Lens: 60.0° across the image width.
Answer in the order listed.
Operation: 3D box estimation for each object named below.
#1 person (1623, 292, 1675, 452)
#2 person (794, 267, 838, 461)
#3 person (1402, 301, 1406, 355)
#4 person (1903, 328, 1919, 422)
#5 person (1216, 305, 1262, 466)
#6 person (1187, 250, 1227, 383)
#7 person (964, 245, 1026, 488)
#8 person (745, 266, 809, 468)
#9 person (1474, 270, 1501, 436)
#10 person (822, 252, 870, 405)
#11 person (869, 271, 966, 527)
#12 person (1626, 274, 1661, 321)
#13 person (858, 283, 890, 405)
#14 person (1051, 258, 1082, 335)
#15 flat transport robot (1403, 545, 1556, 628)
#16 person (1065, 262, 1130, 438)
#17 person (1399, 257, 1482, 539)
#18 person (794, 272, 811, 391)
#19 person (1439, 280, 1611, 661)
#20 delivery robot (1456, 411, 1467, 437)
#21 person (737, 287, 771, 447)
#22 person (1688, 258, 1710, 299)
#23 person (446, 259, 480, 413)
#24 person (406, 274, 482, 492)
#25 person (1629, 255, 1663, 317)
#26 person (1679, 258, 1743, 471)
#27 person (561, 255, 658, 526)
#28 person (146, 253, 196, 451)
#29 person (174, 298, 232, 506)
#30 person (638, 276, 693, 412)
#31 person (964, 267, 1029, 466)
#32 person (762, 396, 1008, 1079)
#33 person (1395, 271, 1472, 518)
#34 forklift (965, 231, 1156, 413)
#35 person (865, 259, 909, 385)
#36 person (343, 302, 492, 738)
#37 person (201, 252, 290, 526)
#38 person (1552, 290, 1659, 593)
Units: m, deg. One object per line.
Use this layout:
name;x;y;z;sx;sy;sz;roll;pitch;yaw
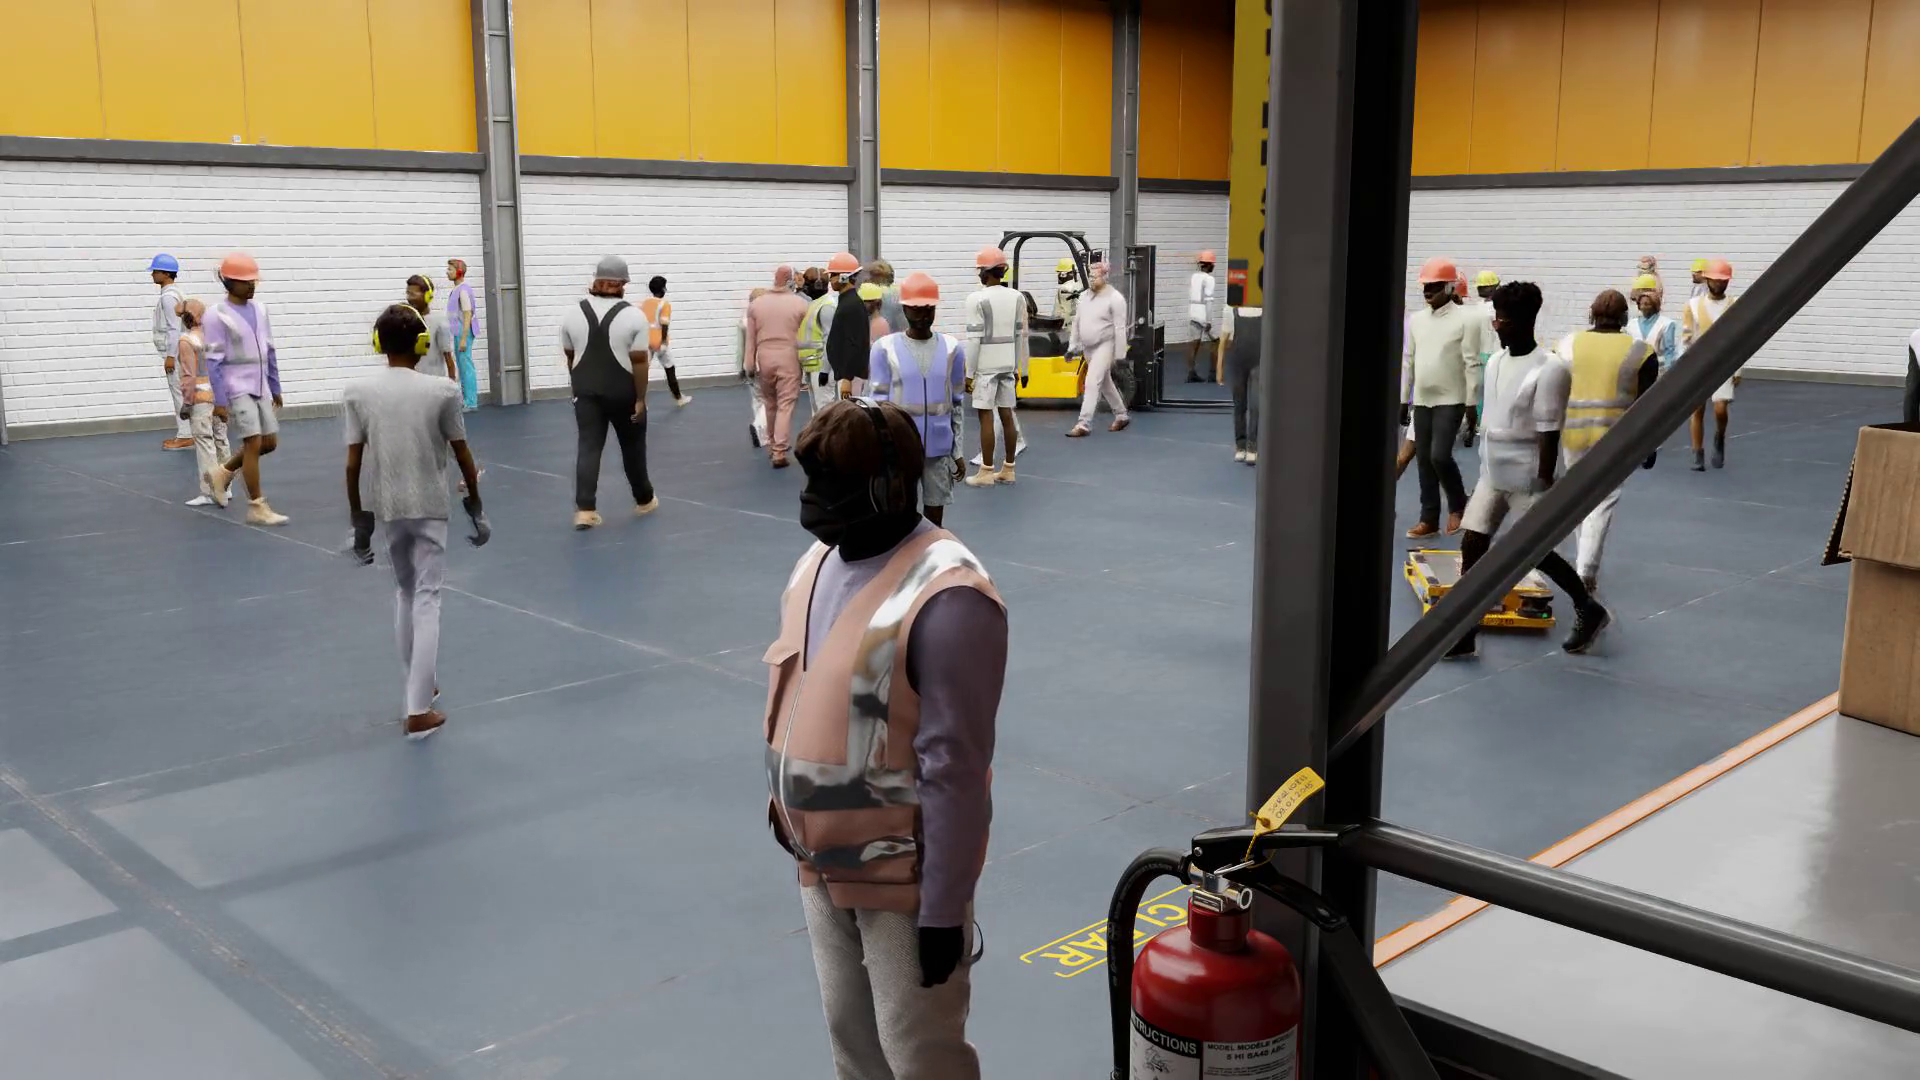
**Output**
person;6.675;-1.614;16.167;0.519;1.589;0.871;8;13;36
person;-1.317;-1.598;15.399;0.430;1.845;0.619;-3;11;-17
person;4.197;-1.857;16.843;0.657;1.822;0.741;3;11;14
person;6.027;-0.658;10.061;0.590;1.922;0.392;7;12;32
person;2.659;-1.587;15.437;0.551;1.801;0.899;3;11;14
person;3.595;-3.225;24.092;0.722;1.914;0.546;-6;12;-31
person;0.271;-1.465;14.119;0.608;2.047;0.365;-9;14;-40
person;-1.652;-1.624;15.555;0.651;1.840;1.012;3;11;15
person;5.601;-1.992;17.762;0.318;1.767;0.523;-2;11;-12
person;-0.935;-1.369;13.735;0.386;1.992;0.625;-1;10;-3
person;-0.219;-0.504;9.172;0.548;1.937;0.379;-3;11;-16
person;7.089;-1.876;17.206;0.594;1.723;0.506;-1;10;-4
person;-0.741;-1.404;14.701;0.937;1.713;0.531;-3;11;-15
person;1.396;-2.774;21.842;0.404;1.829;0.600;4;11;21
flat transport robot;2.966;0.254;9.590;0.652;0.197;1.431;2;11;9
person;1.516;-2.045;17.838;1.016;1.856;0.626;-7;13;-35
person;3.327;-0.974;11.614;0.432;1.978;0.642;-7;13;-35
person;-2.208;-2.877;22.940;0.268;1.632;0.507;-6;12;-32
person;2.853;-0.337;8.321;0.947;1.927;0.615;-3;11;-18
delivery robot;5.059;-1.302;17.042;0.477;0.478;0.707;5;12;27
person;-1.994;-1.704;16.575;0.524;1.618;0.611;4;11;19
person;10.364;-3.018;23.246;0.458;1.810;0.661;-1;10;-4
person;-5.979;-2.447;20.008;0.390;1.850;0.564;-5;11;-25
person;-4.291;-1.248;13.536;0.513;1.831;0.941;7;13;34
person;8.911;-2.763;21.659;0.434;1.879;0.707;2;11;11
person;6.769;-1.570;15.004;0.544;1.925;0.412;6;12;29
person;-2.596;-1.139;12.354;0.688;2.000;1.015;2;11;9
person;-7.843;-1.872;16.595;0.378;1.950;0.610;-4;11;-21
person;-6.003;-1.091;13.188;0.310;1.639;0.514;1;10;5
person;-3.702;-2.382;20.218;0.548;1.629;0.967;7;12;33
person;0.380;-1.667;15.698;0.589;1.881;0.999;9;14;41
person;-0.166;0.634;3.270;0.430;1.836;0.619;-7;13;-34
person;3.502;-1.077;12.496;1.035;1.876;0.597;-3;11;-14
forklift;1.222;-2.721;20.561;2.313;2.155;1.214;2;11;13
person;-0.674;-1.617;15.324;0.642;1.904;0.802;4;11;22
person;-2.346;-0.106;7.281;0.535;1.842;0.809;0;10;3
person;-5.341;-1.105;12.258;0.733;2.014;0.650;3;11;15
person;3.934;-0.617;10.164;0.655;1.794;0.963;7;13;34
